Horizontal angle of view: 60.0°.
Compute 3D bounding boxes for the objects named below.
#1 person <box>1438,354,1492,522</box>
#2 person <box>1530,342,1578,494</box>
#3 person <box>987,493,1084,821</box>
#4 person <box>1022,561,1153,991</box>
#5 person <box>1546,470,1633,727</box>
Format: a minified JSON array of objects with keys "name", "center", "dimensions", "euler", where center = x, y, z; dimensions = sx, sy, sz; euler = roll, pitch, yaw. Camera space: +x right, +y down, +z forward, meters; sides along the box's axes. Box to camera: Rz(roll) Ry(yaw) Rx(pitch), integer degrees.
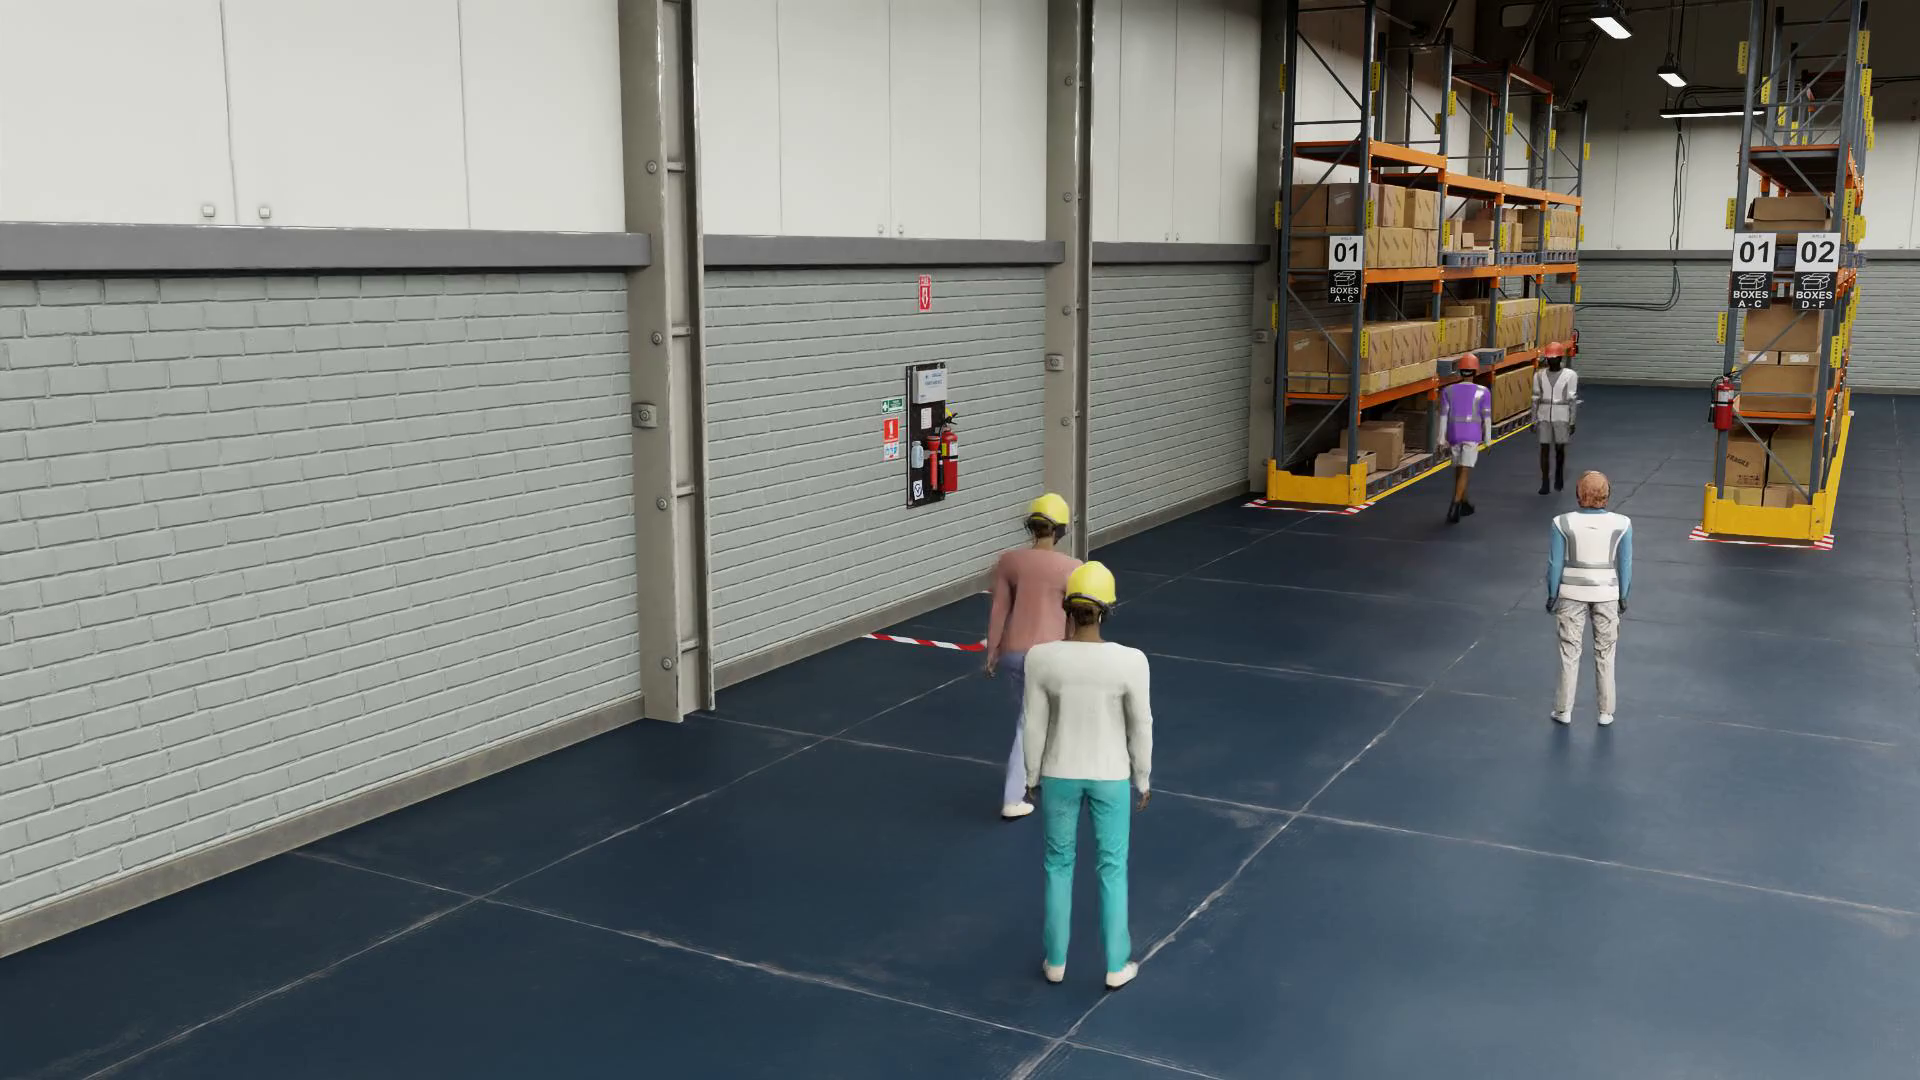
[{"name":"person","center":[5.718,-1.162,18.879],"dimensions":[0.562,1.899,0.985],"euler":[6,12,33]},{"name":"person","center":[7.441,-1.523,20.898],"dimensions":[0.564,1.922,0.423],"euler":[6,11,32]},{"name":"person","center":[0.434,0.607,9.030],"dimensions":[0.519,1.704,0.868],"euler":[6,11,31]},{"name":"person","center":[0.521,0.961,6.819],"dimensions":[0.533,1.767,0.325],"euler":[2,10,11]},{"name":"person","center":[3.999,0.378,10.593],"dimensions":[0.512,1.642,0.311],"euler":[2,10,13]}]
